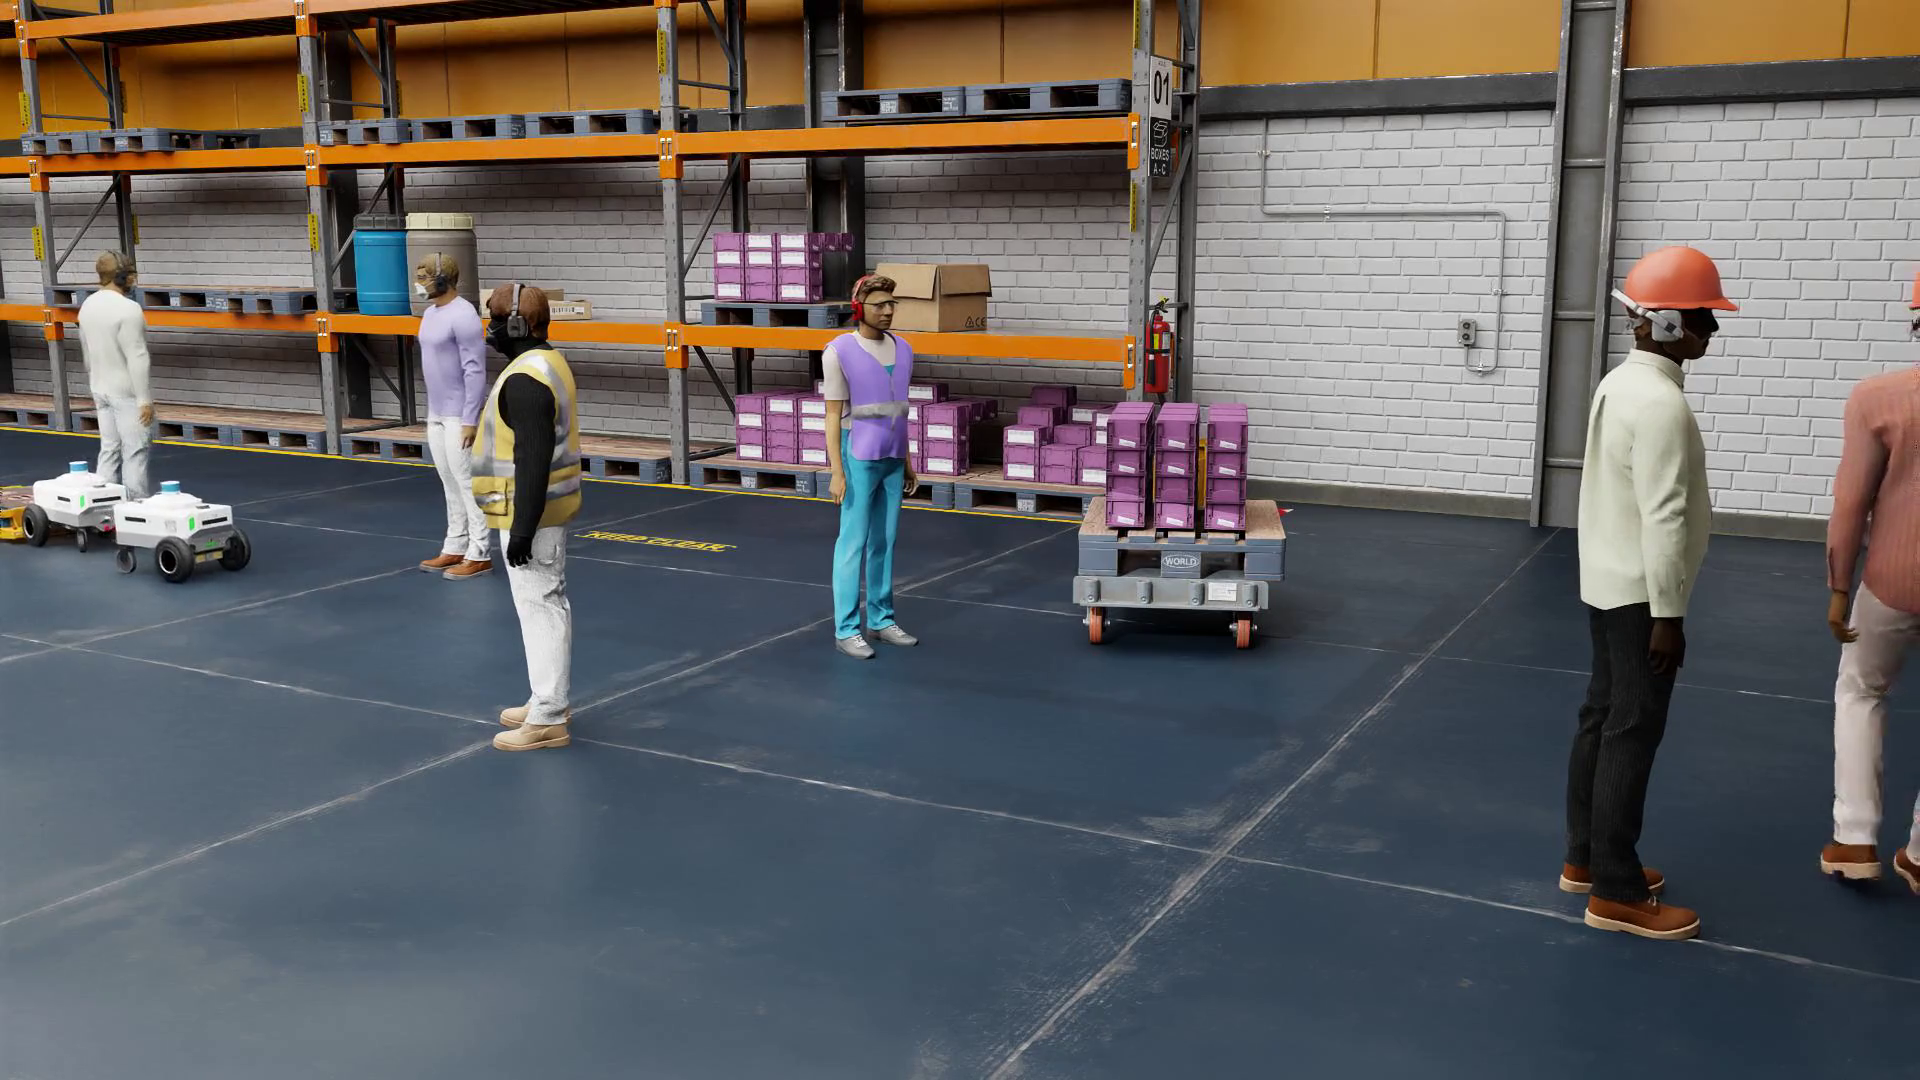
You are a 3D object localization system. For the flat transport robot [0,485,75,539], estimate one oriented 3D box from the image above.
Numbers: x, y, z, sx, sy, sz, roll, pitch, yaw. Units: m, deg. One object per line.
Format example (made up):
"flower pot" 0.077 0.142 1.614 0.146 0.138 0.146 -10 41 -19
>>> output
"flat transport robot" -6.569 -0.211 11.582 1.431 0.197 0.652 8 13 37

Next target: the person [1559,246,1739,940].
"person" 2.006 0.149 4.878 0.384 1.993 0.623 1 10 7

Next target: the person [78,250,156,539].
"person" -5.585 -0.957 11.105 0.632 1.938 0.364 7 12 32

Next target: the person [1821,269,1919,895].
"person" 2.966 0.123 5.050 0.642 1.984 0.448 3 11 17

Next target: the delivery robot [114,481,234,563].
"delivery robot" -4.727 -0.110 9.995 0.707 0.478 0.477 5 11 25

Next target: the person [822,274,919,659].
"person" -0.440 -0.364 8.103 0.374 1.843 0.574 8 13 39

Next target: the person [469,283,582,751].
"person" -1.722 -0.093 6.631 0.429 1.843 0.629 -2 10 -8

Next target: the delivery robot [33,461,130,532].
"delivery robot" -5.738 -0.269 10.867 0.707 0.478 0.477 8 13 37

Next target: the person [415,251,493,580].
"person" -3.007 -0.733 9.880 0.376 1.937 0.629 -8 13 -38
